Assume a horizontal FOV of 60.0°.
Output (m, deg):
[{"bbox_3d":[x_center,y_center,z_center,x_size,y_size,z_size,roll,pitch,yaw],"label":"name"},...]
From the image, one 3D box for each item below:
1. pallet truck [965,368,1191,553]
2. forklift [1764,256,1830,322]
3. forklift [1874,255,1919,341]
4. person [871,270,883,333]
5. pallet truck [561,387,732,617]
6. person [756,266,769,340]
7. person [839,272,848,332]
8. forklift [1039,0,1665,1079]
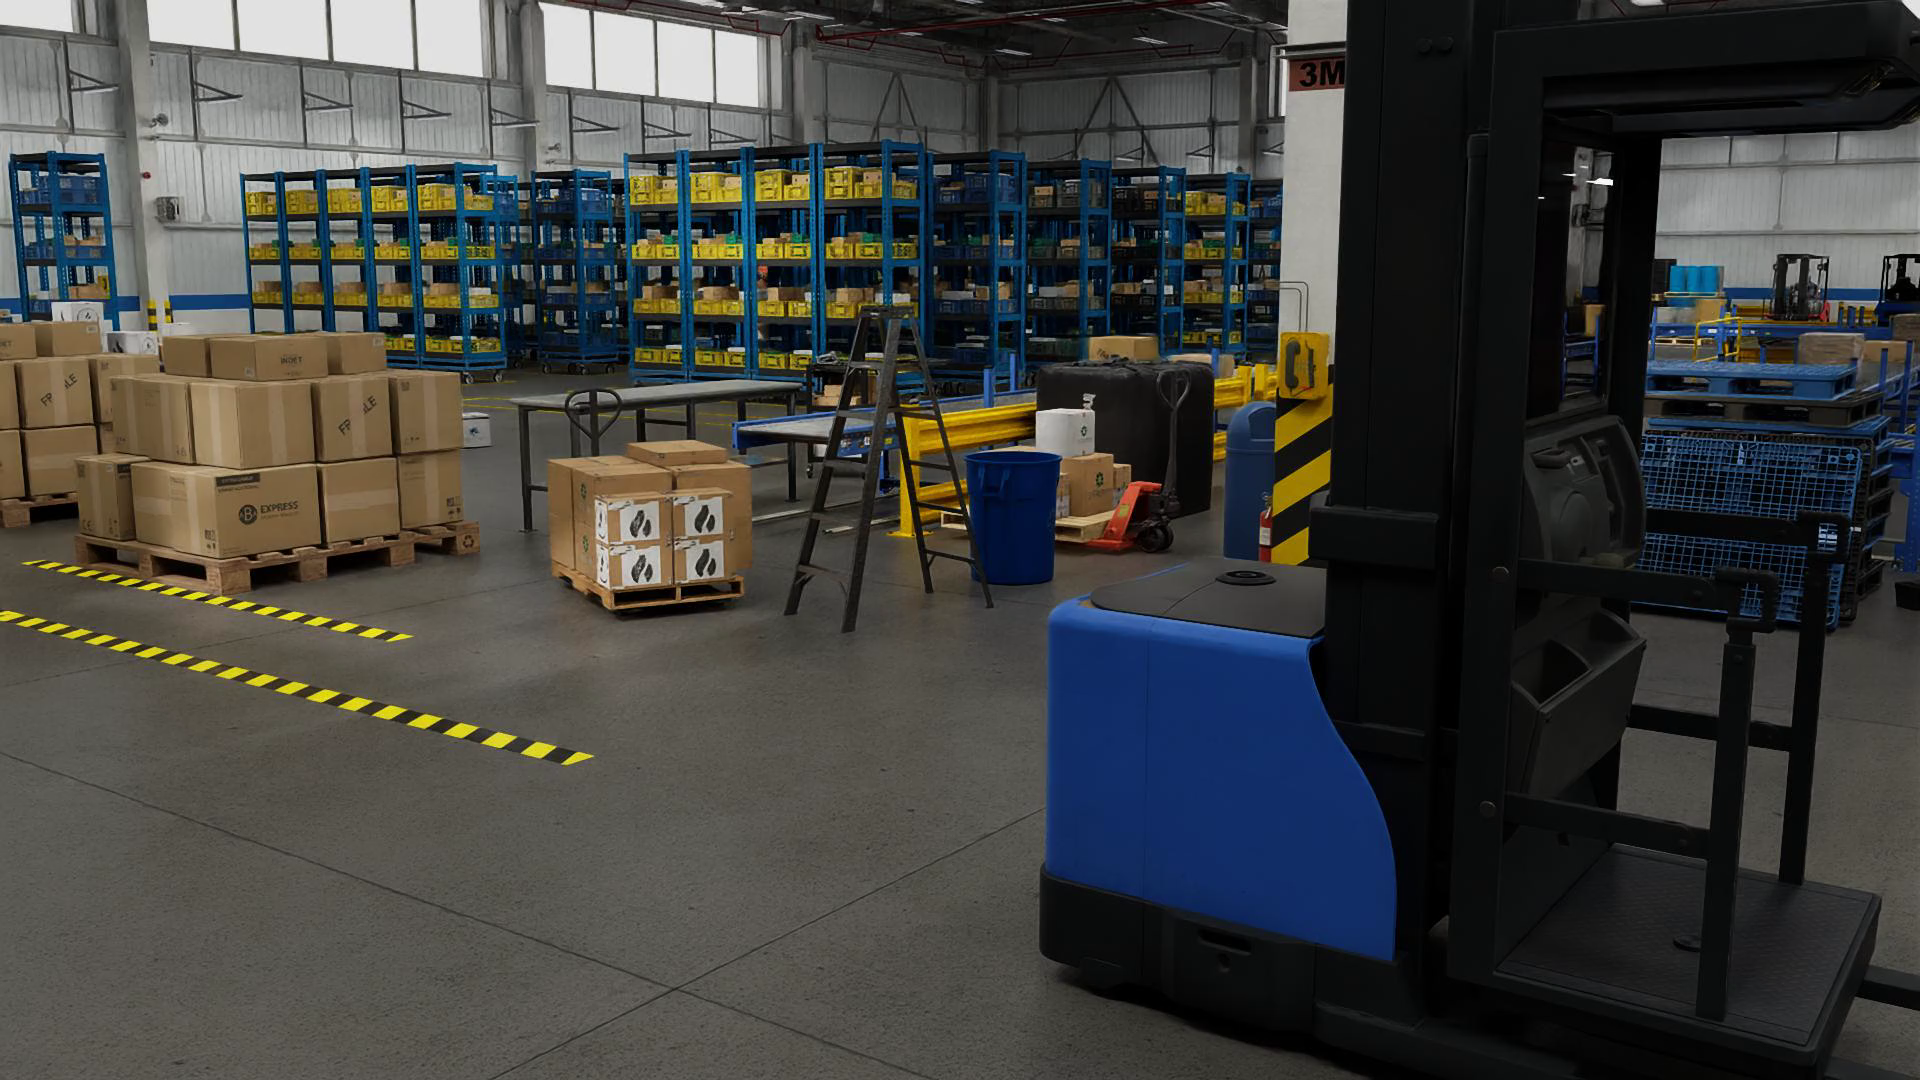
[{"bbox_3d":[0.845,-0.609,11.869,1.630,1.274,0.653,7,12,35],"label":"pallet truck"},{"bbox_3d":[20.253,-5.854,40.139,1.157,1.987,2.680,7,12,35],"label":"forklift"},{"bbox_3d":[22.089,-5.634,38.796,1.157,1.987,2.680,6,11,33],"label":"forklift"},{"bbox_3d":[-1.698,-4.521,33.580,0.404,1.830,0.601,1,10,6],"label":"person"},{"bbox_3d":[-1.981,-0.274,10.088,0.680,1.201,1.601,-5,11,-28],"label":"pallet truck"},{"bbox_3d":[-3.474,-3.928,29.566,0.396,1.992,0.623,2,10,14],"label":"person"},{"bbox_3d":[-2.412,-4.664,34.544,0.596,1.793,0.960,8,13,41],"label":"person"},{"bbox_3d":[1.249,-0.137,4.360,1.873,2.768,1.129,7,12,35],"label":"forklift"}]
